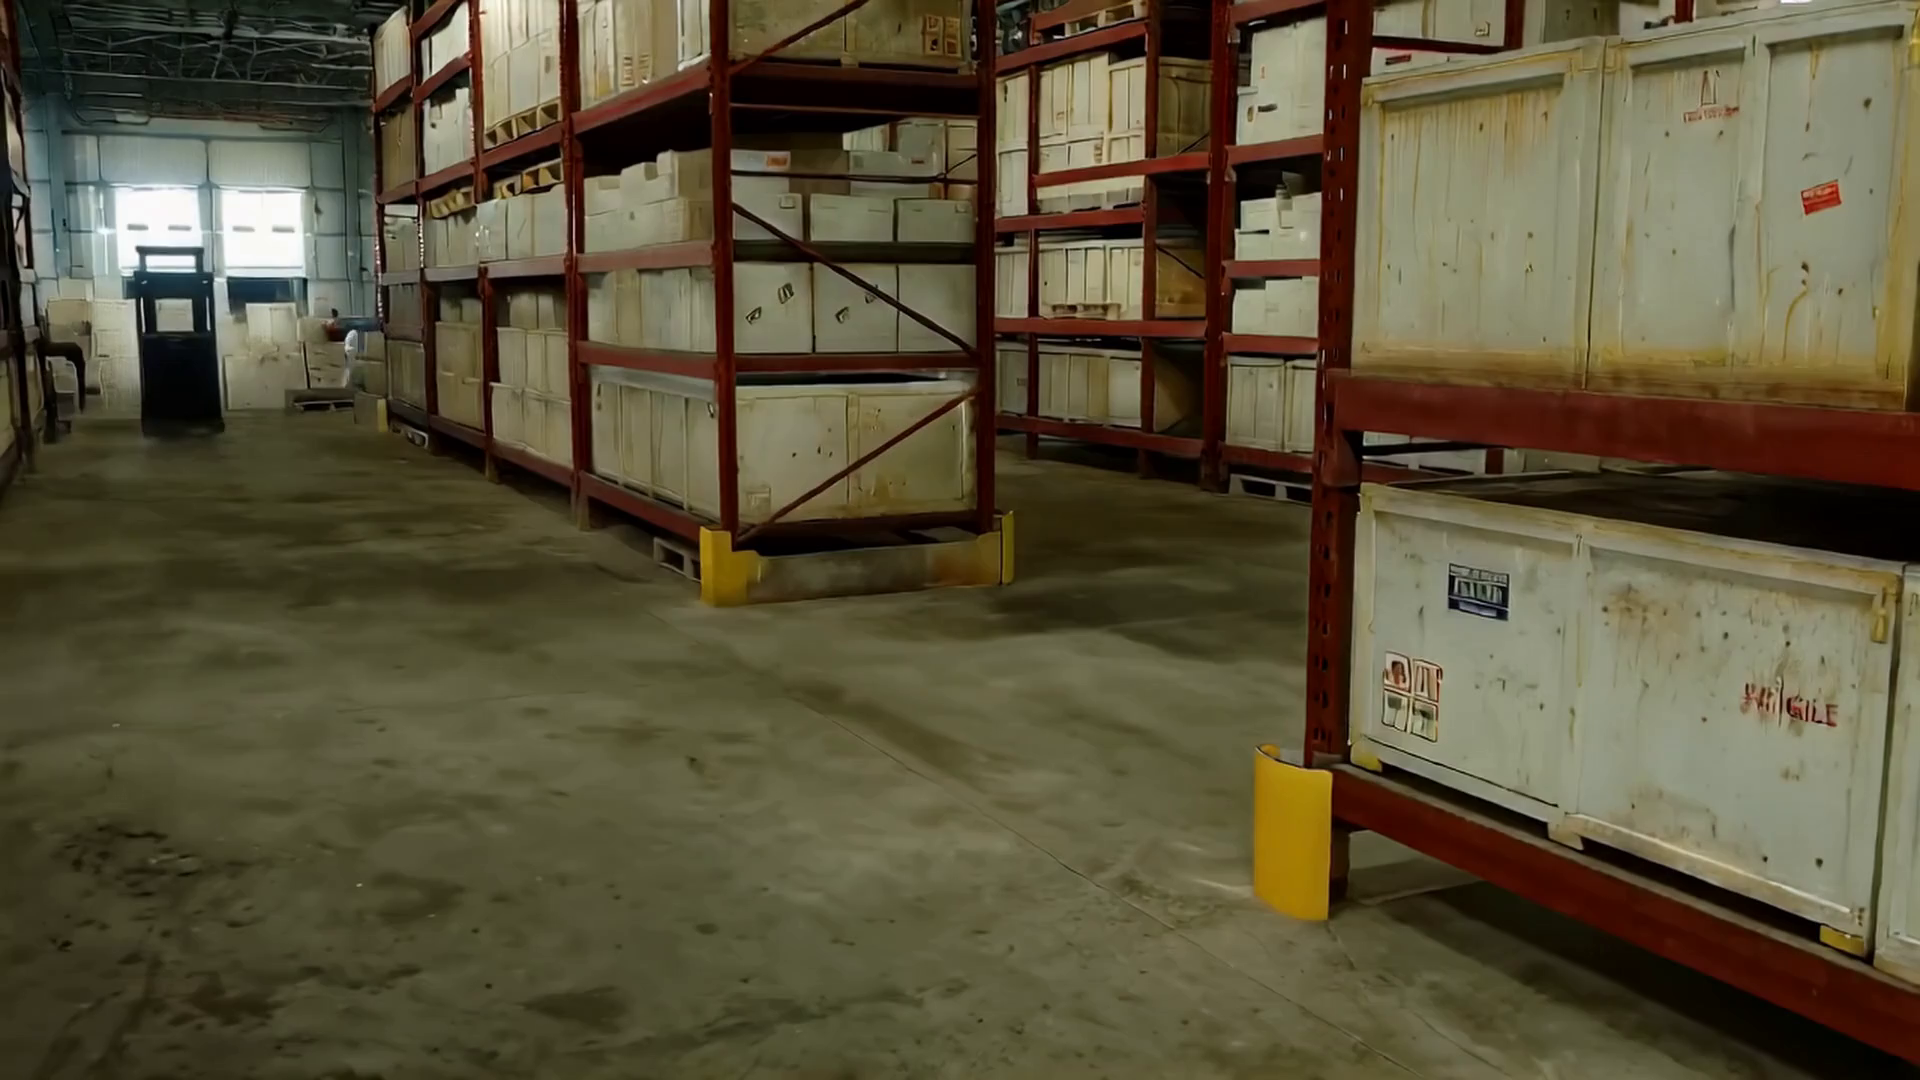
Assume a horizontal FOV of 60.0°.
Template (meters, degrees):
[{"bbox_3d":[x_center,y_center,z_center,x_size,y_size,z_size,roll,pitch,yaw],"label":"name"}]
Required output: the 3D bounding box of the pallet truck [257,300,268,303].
[{"bbox_3d":[-23.913,-7.404,58.171,1.885,1.965,0.823,-1,8,-9],"label":"pallet truck"}]

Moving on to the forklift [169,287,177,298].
[{"bbox_3d":[-25.232,-7.037,52.614,1.873,2.768,1.129,8,11,43],"label":"forklift"}]

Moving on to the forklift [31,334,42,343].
[{"bbox_3d":[-30.382,-7.219,53.872,1.129,2.768,1.873,-4,9,-26],"label":"forklift"}]

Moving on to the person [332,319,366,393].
[{"bbox_3d":[-13.067,-3.953,35.758,0.884,1.594,0.531,-6,10,-35],"label":"person"}]

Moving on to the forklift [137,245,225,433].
[{"bbox_3d":[-11.976,-3.093,25.417,1.129,2.768,1.873,-4,9,-26],"label":"forklift"}]
